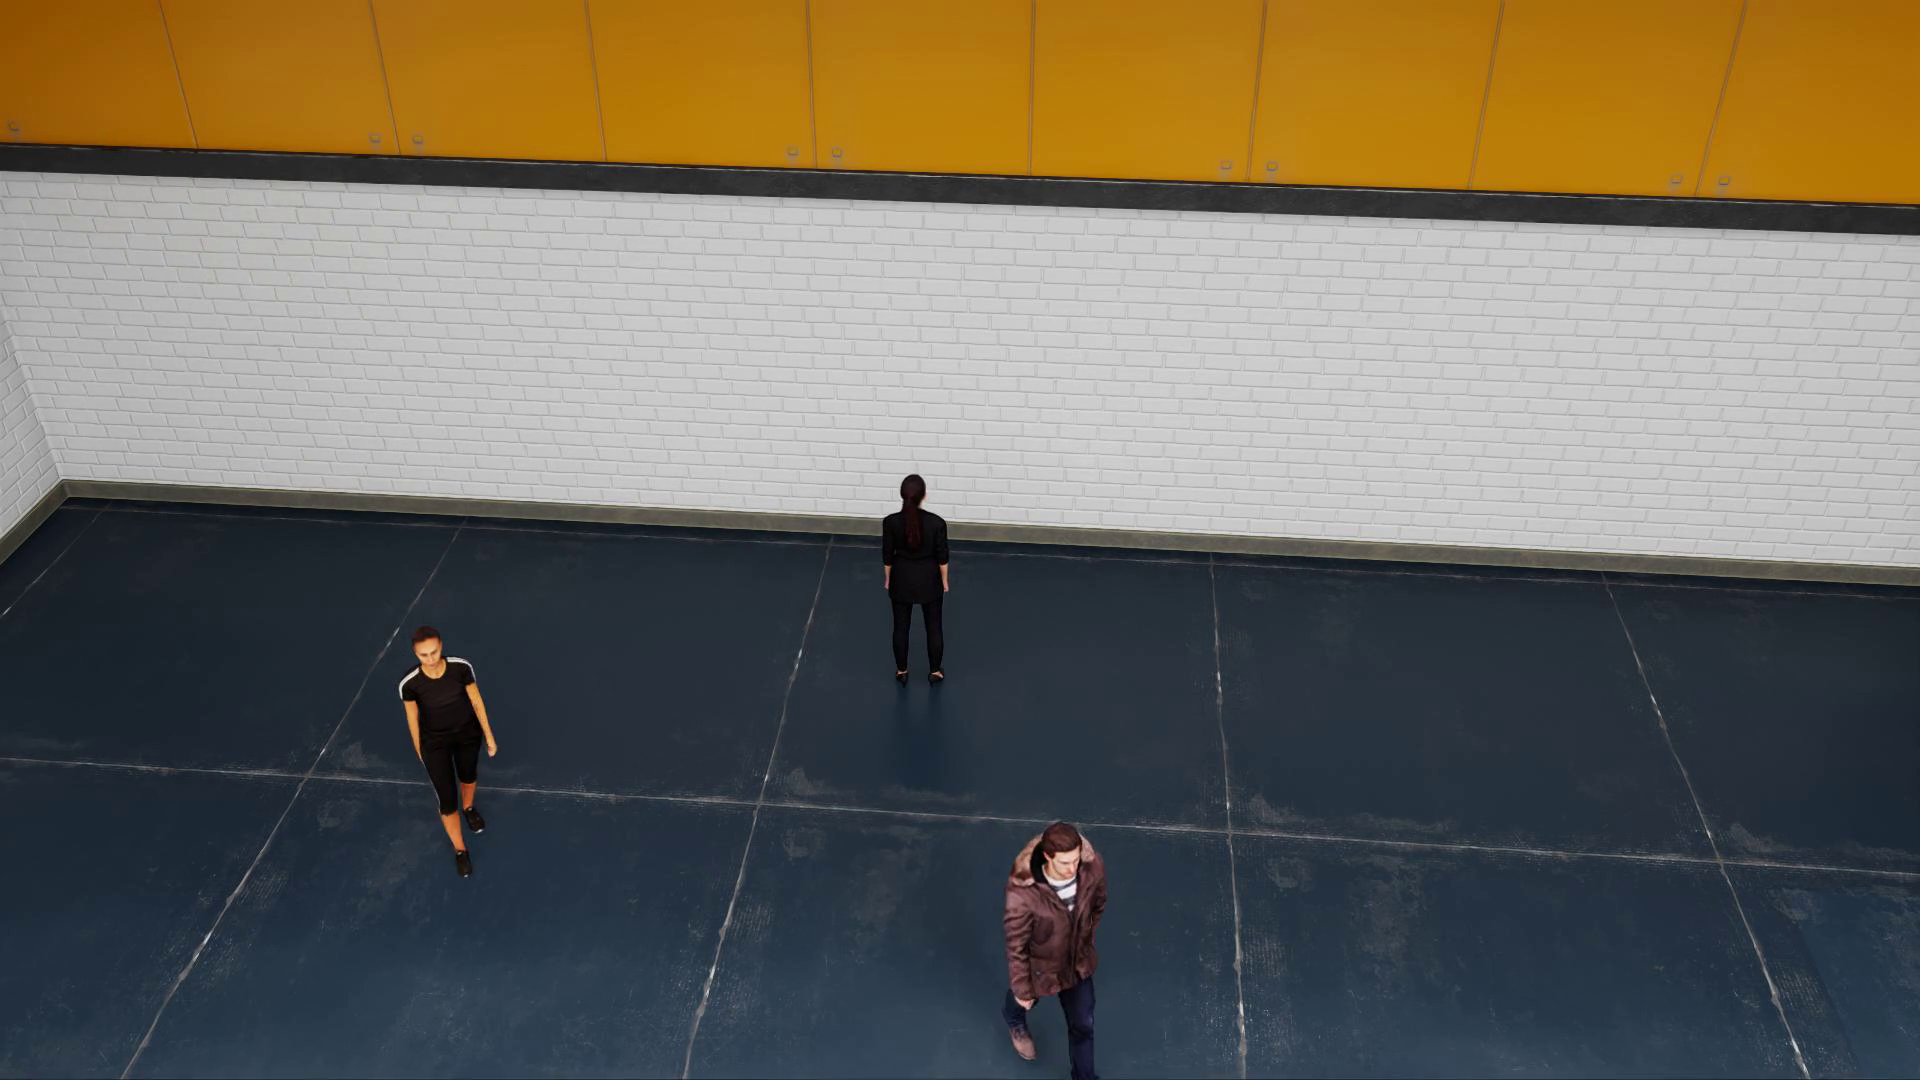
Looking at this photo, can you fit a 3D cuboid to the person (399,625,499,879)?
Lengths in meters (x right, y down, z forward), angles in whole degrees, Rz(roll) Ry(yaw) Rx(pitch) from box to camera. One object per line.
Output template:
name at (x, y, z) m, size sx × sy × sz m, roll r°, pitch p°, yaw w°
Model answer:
person at (-3.091, 1.136, 10.038) m, size 0.893 × 1.640 × 1.010 m, roll -18°, pitch 38°, yaw -25°

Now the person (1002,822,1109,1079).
person at (0.423, 2.078, 8.485) m, size 1.130 × 1.790 × 1.302 m, roll -15°, pitch 36°, yaw -21°

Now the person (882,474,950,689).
person at (-0.303, 0.298, 11.280) m, size 0.589 × 1.661 × 0.524 m, roll 3°, pitch 34°, yaw 4°
